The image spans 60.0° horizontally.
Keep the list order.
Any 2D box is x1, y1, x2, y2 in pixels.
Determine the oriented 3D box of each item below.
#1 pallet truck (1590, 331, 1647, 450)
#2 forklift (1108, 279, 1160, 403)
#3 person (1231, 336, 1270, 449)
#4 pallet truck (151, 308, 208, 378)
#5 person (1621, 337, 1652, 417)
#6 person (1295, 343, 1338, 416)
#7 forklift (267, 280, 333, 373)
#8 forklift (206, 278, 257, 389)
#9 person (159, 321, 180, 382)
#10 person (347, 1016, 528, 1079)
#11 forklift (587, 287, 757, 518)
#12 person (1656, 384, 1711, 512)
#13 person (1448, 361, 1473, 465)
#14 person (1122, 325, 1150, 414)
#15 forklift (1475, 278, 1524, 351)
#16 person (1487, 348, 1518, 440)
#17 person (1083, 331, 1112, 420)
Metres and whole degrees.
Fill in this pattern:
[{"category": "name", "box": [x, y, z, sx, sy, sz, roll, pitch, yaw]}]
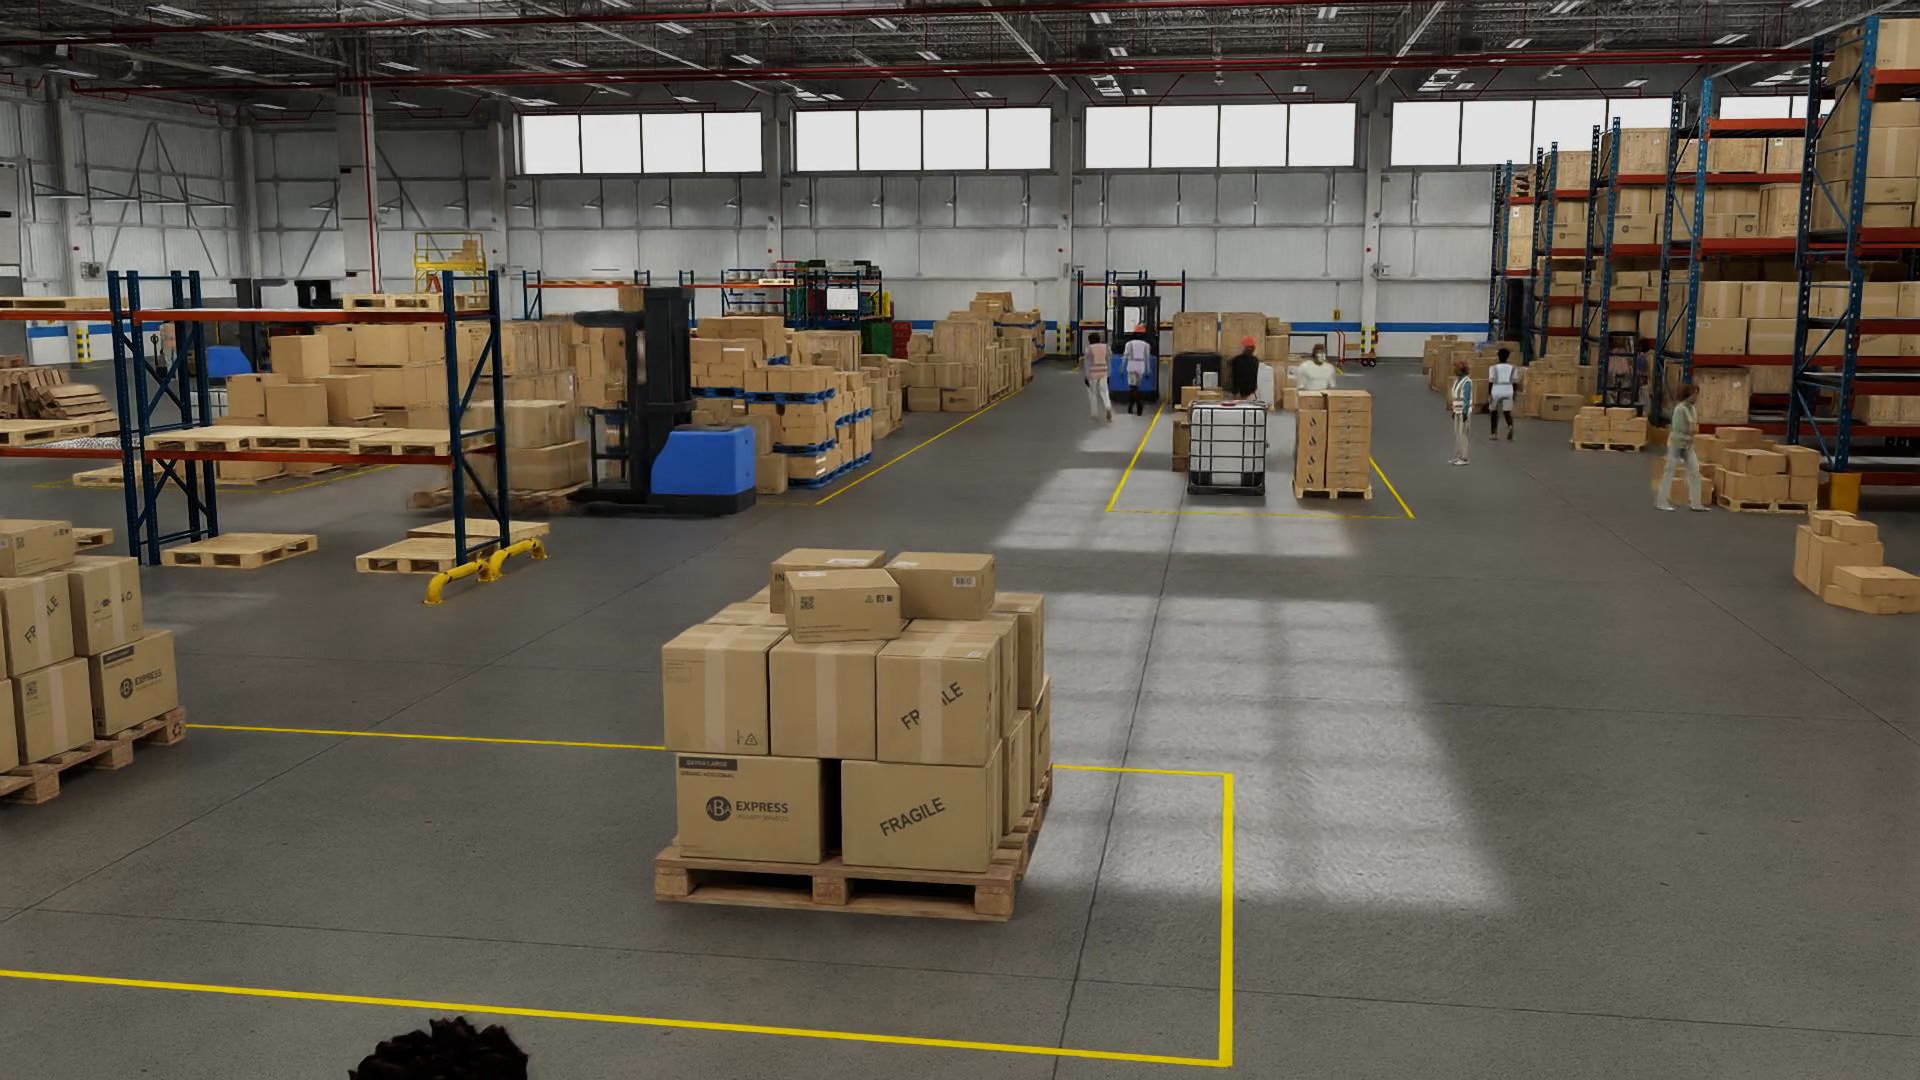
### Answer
[{"category": "pallet truck", "box": [11.253, -2.573, 28.499, 0.823, 1.965, 1.885, 5, 10, 27]}, {"category": "forklift", "box": [4.030, -4.601, 38.293, 1.129, 2.768, 1.873, 1, 9, 9]}, {"category": "person", "box": [4.848, -2.509, 28.321, 0.624, 1.938, 1.073, -5, 10, -27]}, {"category": "pallet truck", "box": [-21.869, -5.598, 47.154, 0.823, 1.965, 1.885, 4, 10, 26]}, {"category": "person", "box": [12.690, -2.915, 31.268, 0.992, 1.793, 0.616, 1, 9, 6]}, {"category": "person", "box": [5.501, -2.041, 25.452, 0.662, 1.916, 0.701, -3, 10, -17]}, {"category": "forklift", "box": [-13.914, -4.220, 35.940, 1.873, 2.768, 1.129, 1, 9, 9]}, {"category": "forklift", "box": [-18.372, -5.330, 42.786, 1.873, 2.768, 1.129, -3, 10, -18]}, {"category": "person", "box": [-21.588, -5.282, 45.420, 0.367, 1.926, 0.594, 5, 10, 26]}, {"category": "person", "box": [-0.713, 1.656, 2.512, 0.361, 1.964, 0.618, -7, 12, -38]}, {"category": "forklift", "box": [-3.570, -1.734, 20.610, 1.873, 2.768, 1.129, 1, 9, 9]}, {"category": "person", "box": [9.102, -1.134, 20.809, 0.534, 1.609, 0.725, -7, 12, -37]}, {"category": "person", "box": [7.835, -1.983, 25.991, 0.320, 1.631, 0.524, -1, 9, -4]}, {"category": "person", "box": [3.732, -3.570, 34.985, 0.587, 1.896, 0.835, -1, 9, -8]}, {"category": "forklift", "box": [14.740, -5.598, 44.439, 1.873, 2.768, 1.129, 1, 9, 9]}, {"category": "person", "box": [9.643, -2.576, 29.517, 0.533, 1.670, 0.659, 0, 9, 1]}, {"category": "person", "box": [2.803, -3.312, 33.652, 0.628, 1.811, 0.704, -3, 10, -20]}]
